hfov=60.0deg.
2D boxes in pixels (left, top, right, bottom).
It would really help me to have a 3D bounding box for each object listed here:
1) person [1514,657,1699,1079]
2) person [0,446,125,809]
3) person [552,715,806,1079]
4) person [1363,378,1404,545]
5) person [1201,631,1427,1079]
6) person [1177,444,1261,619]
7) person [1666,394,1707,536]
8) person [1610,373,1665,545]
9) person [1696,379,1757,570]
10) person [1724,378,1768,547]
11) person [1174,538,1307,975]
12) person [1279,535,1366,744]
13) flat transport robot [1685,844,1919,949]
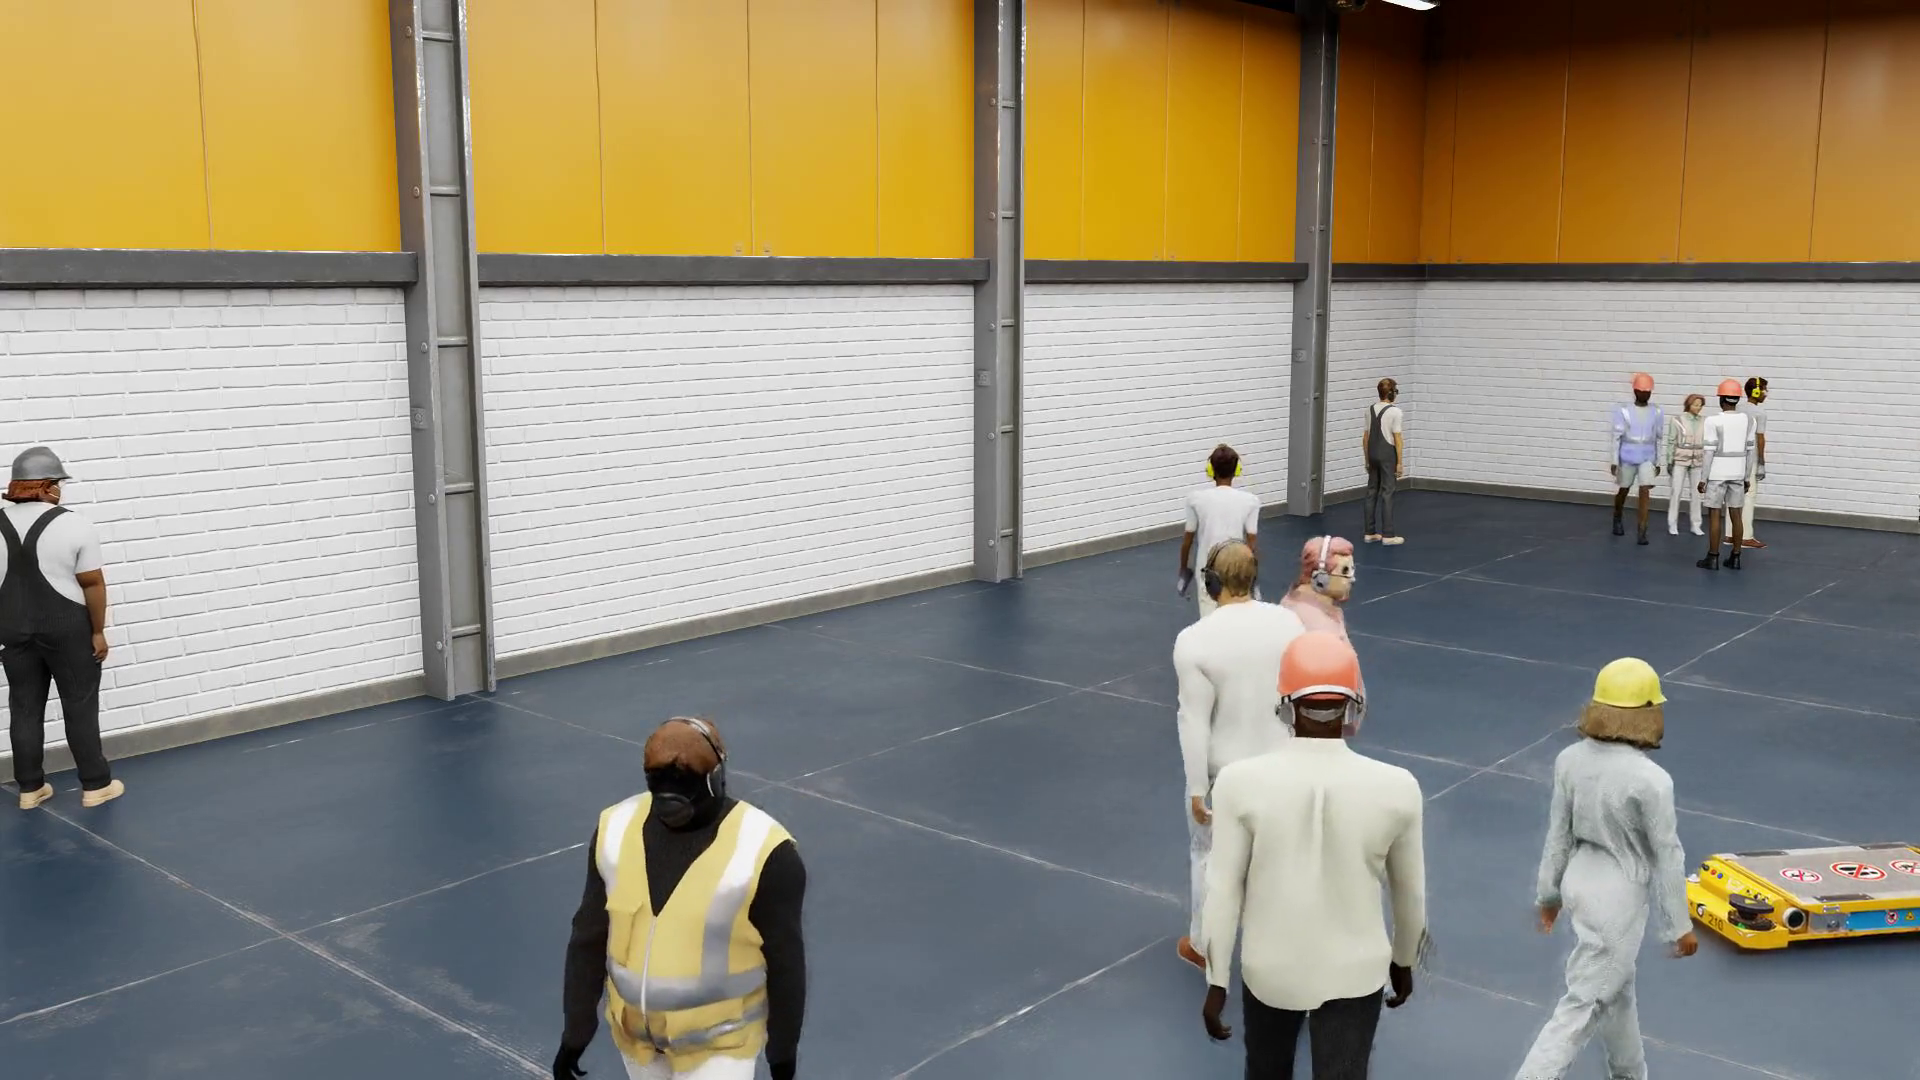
[{"bbox_3d":[2.164,1.241,5.641,0.884,1.701,0.490,-3,9,-16],"label":"person"},{"bbox_3d":[-5.097,0.483,9.324,0.683,2.000,0.536,-1,9,-4],"label":"person"},{"bbox_3d":[-0.794,1.375,4.467,0.635,1.804,0.889,4,10,23],"label":"person"},{"bbox_3d":[4.693,-0.870,18.430,0.351,1.847,0.507,-6,11,-35],"label":"person"},{"bbox_3d":[1.048,1.223,4.959,0.656,1.943,0.993,1,9,7],"label":"person"},{"bbox_3d":[1.773,0.257,11.428,0.555,1.829,0.880,1,9,4],"label":"person"},{"bbox_3d":[8.348,-0.862,19.050,0.520,1.633,0.314,0,9,2],"label":"person"},{"bbox_3d":[7.587,-0.937,18.704,0.568,1.904,0.958,1,9,9],"label":"person"},{"bbox_3d":[7.727,-0.659,16.823,0.551,1.934,0.372,-1,9,-6],"label":"person"},{"bbox_3d":[8.648,-0.851,18.262,0.329,1.863,0.513,-3,9,-16],"label":"person"},{"bbox_3d":[1.186,0.951,6.800,0.631,1.913,0.863,-3,10,-20],"label":"person"},{"bbox_3d":[1.472,0.897,7.266,0.693,1.882,0.655,0,9,1],"label":"person"},{"bbox_3d":[4.074,1.627,7.681,1.431,0.197,0.652,-1,9,-9],"label":"flat transport robot"}]
